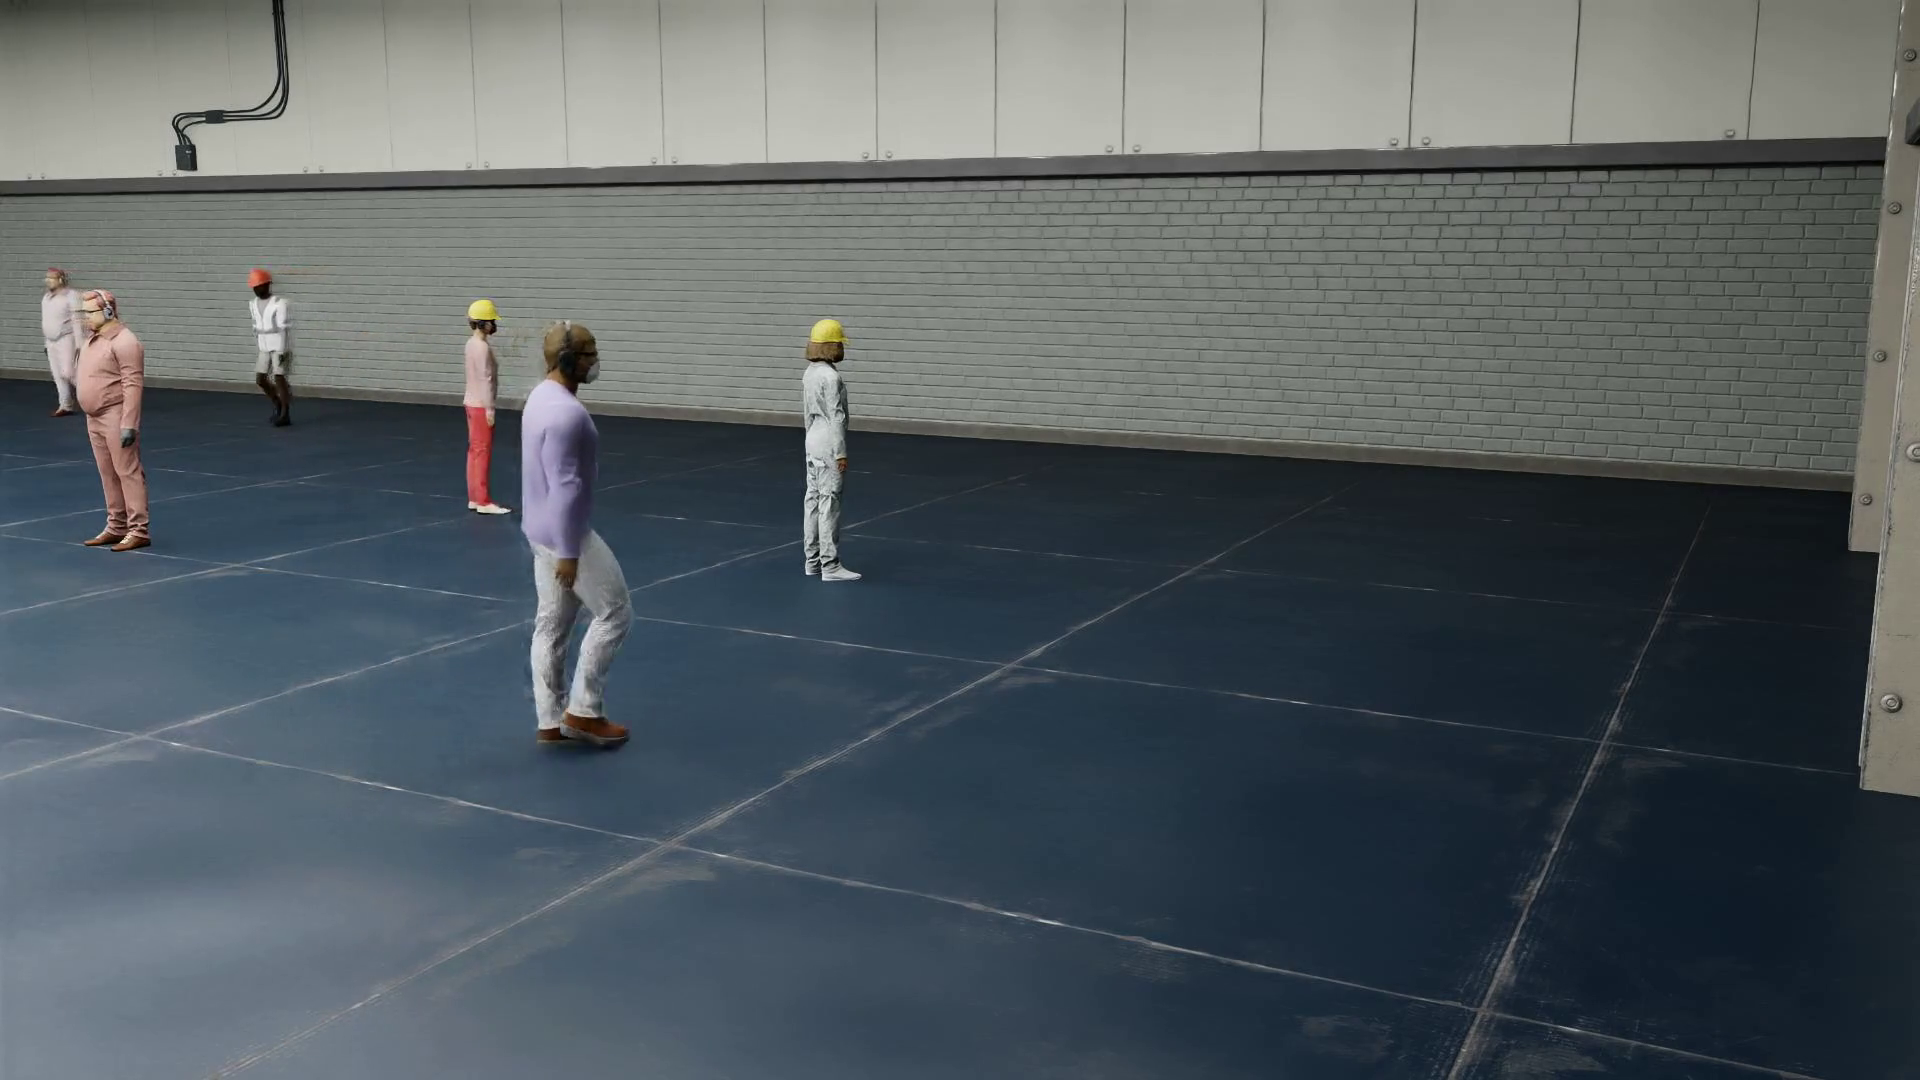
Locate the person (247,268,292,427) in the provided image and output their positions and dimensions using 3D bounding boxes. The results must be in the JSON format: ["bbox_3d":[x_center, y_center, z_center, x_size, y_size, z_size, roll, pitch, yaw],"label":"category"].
[{"bbox_3d":[-8.268,-2.293,19.935,0.548,1.906,0.479,3,11,17],"label":"person"}]

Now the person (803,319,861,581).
[{"bbox_3d":[-0.879,-0.601,11.133,0.294,1.744,0.486,-6,12,-29],"label":"person"}]

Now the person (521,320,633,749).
[{"bbox_3d":[-1.681,-0.009,7.411,0.564,1.920,0.655,-4,11,-23],"label":"person"}]

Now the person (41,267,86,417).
[{"bbox_3d":[-11.364,-2.515,21.148,0.640,1.898,0.543,5,12,26],"label":"person"}]

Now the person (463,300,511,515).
[{"bbox_3d":[-3.934,-1.096,13.772,0.331,1.768,0.527,-5,12,-27],"label":"person"}]

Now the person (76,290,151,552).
[{"bbox_3d":[-6.227,-0.873,12.182,0.641,1.905,0.410,8,13,36],"label":"person"}]
